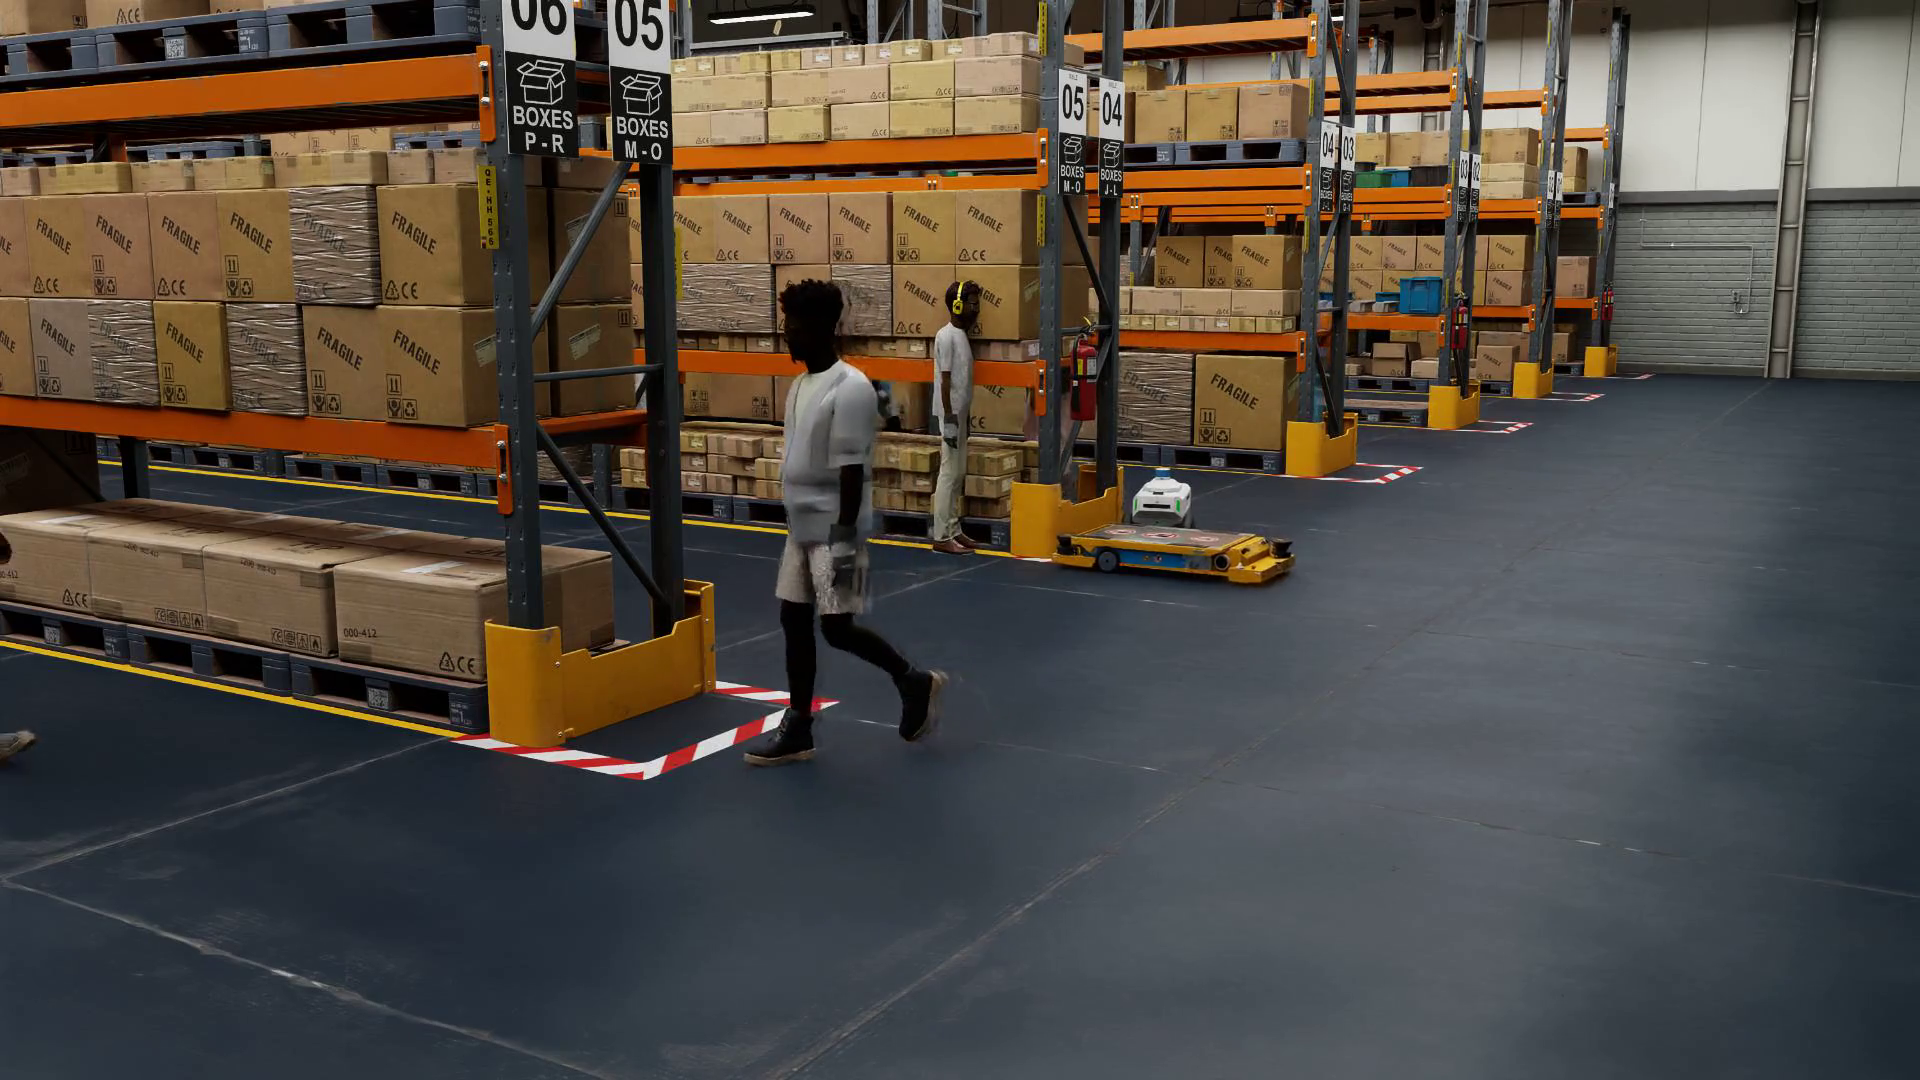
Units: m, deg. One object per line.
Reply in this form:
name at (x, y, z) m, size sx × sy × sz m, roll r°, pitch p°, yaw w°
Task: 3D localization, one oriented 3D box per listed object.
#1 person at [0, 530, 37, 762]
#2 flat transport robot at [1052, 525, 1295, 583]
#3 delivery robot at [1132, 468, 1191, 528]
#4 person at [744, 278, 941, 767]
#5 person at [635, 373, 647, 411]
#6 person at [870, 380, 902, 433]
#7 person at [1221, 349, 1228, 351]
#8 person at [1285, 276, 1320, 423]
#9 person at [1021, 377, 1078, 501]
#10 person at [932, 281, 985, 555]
person at (-4.156, -0.006, 6.643) m, size 0.970 × 1.828 × 0.581 m, roll 2°, pitch 10°, yaw 11°
flat transport robot at (1.376, 0.068, 10.758) m, size 1.431 × 0.197 × 0.652 m, roll 5°, pitch 11°, yaw 29°
delivery robot at (1.406, -0.256, 11.552) m, size 0.477 × 0.478 × 0.707 m, roll 2°, pitch 10°, yaw 13°
person at (-0.488, -0.067, 6.639) m, size 0.744 × 1.948 × 0.624 m, roll -6°, pitch 11°, yaw -31°
person at (-3.422, -1.879, 17.708) m, size 0.946 × 1.801 × 0.650 m, roll 9°, pitch 13°, yaw 42°
person at (-0.701, -1.349, 15.020) m, size 0.921 × 1.648 × 0.542 m, roll 5°, pitch 11°, yaw 29°
person at (3.738, -2.947, 23.612) m, size 0.779 × 1.918 × 0.633 m, roll 8°, pitch 13°, yaw 41°
person at (3.641, -2.017, 18.432) m, size 0.840 × 1.812 × 0.602 m, roll 9°, pitch 13°, yaw 42°
person at (0.761, -1.256, 13.508) m, size 0.505 × 1.980 × 0.639 m, roll 8°, pitch 13°, yaw 41°
person at (-0.016, -0.829, 11.378) m, size 0.333 × 1.860 × 0.510 m, roll 2°, pitch 10°, yaw 14°
